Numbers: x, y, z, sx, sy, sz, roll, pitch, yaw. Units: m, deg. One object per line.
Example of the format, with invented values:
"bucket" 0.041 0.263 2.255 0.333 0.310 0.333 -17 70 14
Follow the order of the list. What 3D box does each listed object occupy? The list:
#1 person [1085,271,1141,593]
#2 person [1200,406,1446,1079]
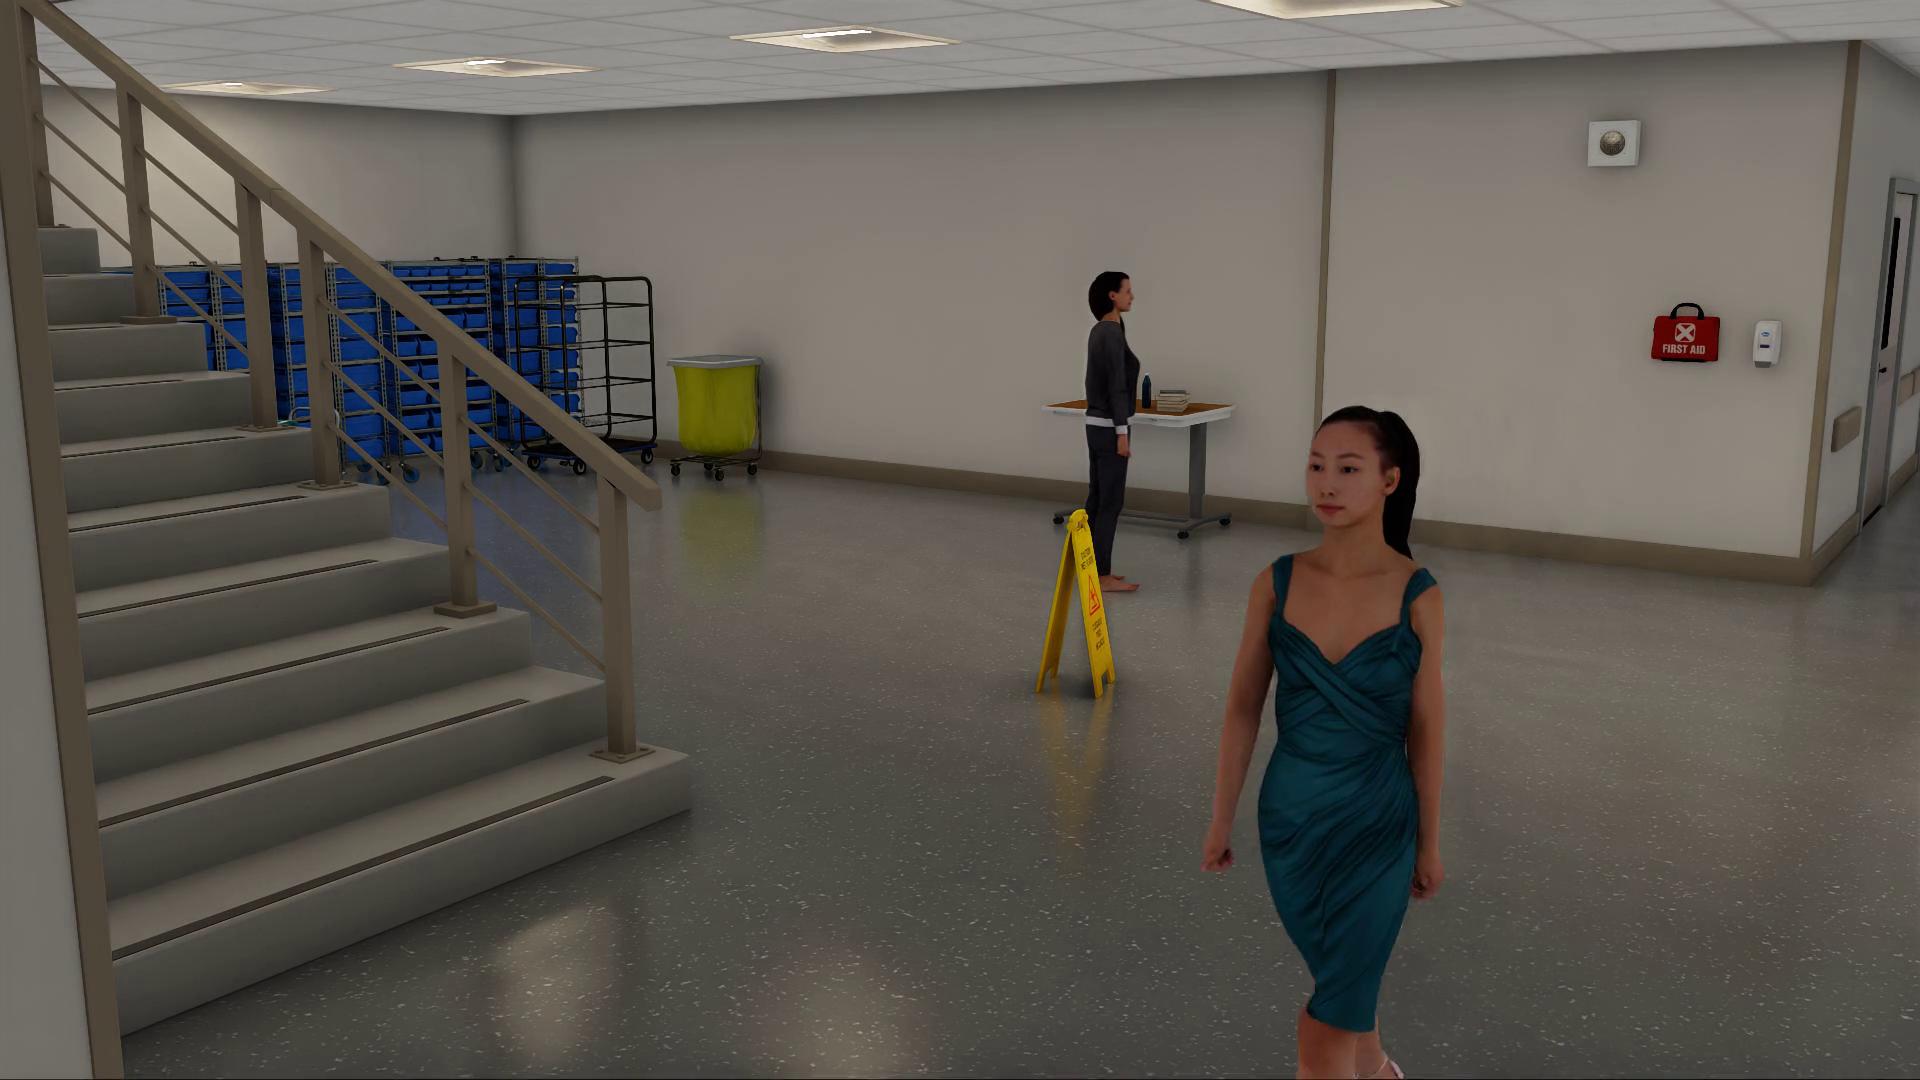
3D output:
"person" 0.828 -0.614 9.291 0.734 1.768 0.671 -2 11 -11
"person" 0.768 0.592 3.277 0.963 1.641 0.629 7 13 34
